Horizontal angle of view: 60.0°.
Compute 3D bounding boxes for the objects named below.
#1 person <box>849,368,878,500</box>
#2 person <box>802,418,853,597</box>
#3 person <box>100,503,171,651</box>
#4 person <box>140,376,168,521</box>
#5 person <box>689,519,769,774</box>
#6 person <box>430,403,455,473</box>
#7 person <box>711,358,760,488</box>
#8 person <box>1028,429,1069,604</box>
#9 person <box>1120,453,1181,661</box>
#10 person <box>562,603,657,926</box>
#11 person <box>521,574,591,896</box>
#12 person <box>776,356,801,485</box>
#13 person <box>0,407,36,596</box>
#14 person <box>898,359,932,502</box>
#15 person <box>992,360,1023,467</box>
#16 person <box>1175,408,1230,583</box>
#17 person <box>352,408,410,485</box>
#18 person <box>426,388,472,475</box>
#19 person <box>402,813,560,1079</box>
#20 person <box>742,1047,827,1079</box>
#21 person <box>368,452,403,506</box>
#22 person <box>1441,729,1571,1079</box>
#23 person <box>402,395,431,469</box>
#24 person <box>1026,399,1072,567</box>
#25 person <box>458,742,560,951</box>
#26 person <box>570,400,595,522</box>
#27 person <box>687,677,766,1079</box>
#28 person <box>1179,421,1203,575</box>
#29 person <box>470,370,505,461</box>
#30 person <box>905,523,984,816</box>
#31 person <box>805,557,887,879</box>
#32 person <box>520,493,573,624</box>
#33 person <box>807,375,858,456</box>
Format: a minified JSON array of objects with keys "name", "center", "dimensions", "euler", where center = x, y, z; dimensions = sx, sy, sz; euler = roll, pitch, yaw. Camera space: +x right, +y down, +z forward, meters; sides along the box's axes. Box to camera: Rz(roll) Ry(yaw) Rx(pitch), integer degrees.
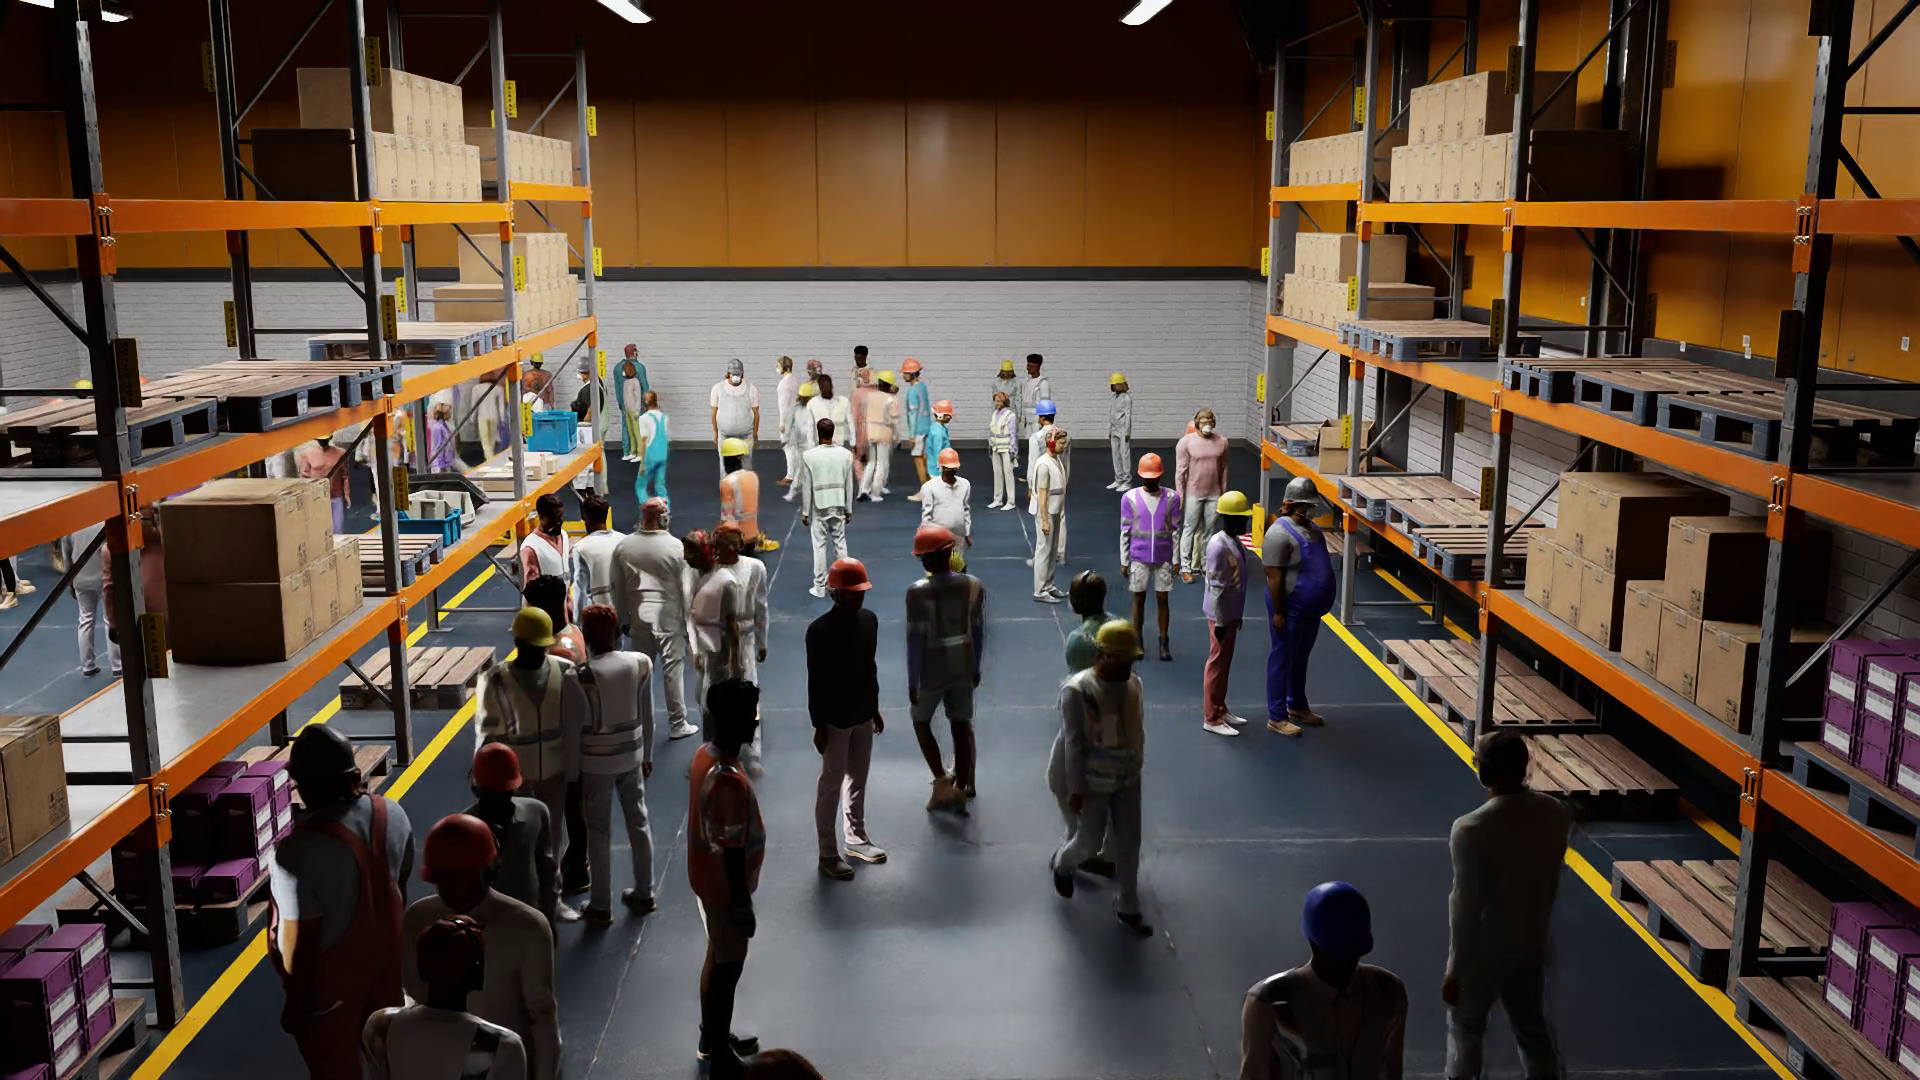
[{"name":"person","center":[-1.322,-1.484,23.456],"dimensions":[0.687,1.890,0.408],"euler":[-10,15,-41]},{"name":"person","center":[-1.400,-0.342,17.685],"dimensions":[0.586,1.912,0.389],"euler":[-6,13,-29]},{"name":"person","center":[-6.297,0.616,12.925],"dimensions":[0.637,1.899,0.400],"euler":[-3,12,-15]},{"name":"person","center":[-10.731,-1.200,21.946],"dimensions":[0.551,1.928,0.388],"euler":[2,11,9]},{"name":"person","center":[-1.667,0.792,12.102],"dimensions":[0.577,1.860,0.772],"euler":[-2,11,-10]},{"name":"person","center":[-6.676,-0.962,21.492],"dimensions":[0.321,1.631,0.522],"euler":[-2,11,-8]},{"name":"person","center":[-3.157,-1.555,23.430],"dimensions":[0.680,2.000,0.535],"euler":[-2,11,-9]},{"name":"person","center":[0.929,-0.257,17.442],"dimensions":[0.393,1.836,0.560],"euler":[4,12,19]},{"name":"person","center":[1.735,0.155,15.159],"dimensions":[0.549,1.924,0.386],"euler":[0,11,1]},{"name":"person","center":[-2.013,1.287,9.604],"dimensions":[0.578,1.877,0.347],"euler":[-9,15,-39]},{"name":"person","center":[-2.406,1.161,10.013],"dimensions":[0.378,1.959,0.604],"euler":[-2,11,-10]},{"name":"person","center":[-2.553,-1.790,24.896],"dimensions":[0.369,1.930,0.628],"euler":[2,12,12]},{"name":"person","center":[-10.195,-0.433,17.803],"dimensions":[0.535,2.000,0.684],"euler":[-9,15,-39]},{"name":"person","center":[-0.614,-1.547,23.472],"dimensions":[0.505,2.020,0.624],"euler":[3,12,15]},{"name":"person","center":[0.750,-2.008,26.500],"dimensions":[0.496,1.732,0.384],"euler":[3,12,13]},{"name":"person","center":[2.675,-0.490,18.343],"dimensions":[0.638,1.938,0.357],"euler":[-3,12,-17]},{"name":"person","center":[-7.414,-1.065,21.332],"dimensions":[0.701,1.897,0.557],"euler":[0,11,2]},{"name":"person","center":[-7.320,-1.522,23.734],"dimensions":[0.815,1.869,0.671],"euler":[-2,12,-12]},{"name":"person","center":[-1.757,1.935,6.074],"dimensions":[0.618,1.986,0.408],"euler":[3,12,15]},{"name":"person","center":[-0.478,2.322,5.038],"dimensions":[0.559,1.622,0.418],"euler":[-2,11,-9]},{"name":"person","center":[-7.886,-1.265,22.922],"dimensions":[0.862,1.660,0.544],"euler":[9,14,38]},{"name":"person","center":[2.353,1.765,7.172],"dimensions":[0.645,1.927,0.754],"euler":[-5,12,-25]},{"name":"person","center":[-8.570,-2.093,26.338],"dimensions":[0.407,1.960,0.644],"euler":[8,14,36]},{"name":"person","center":[1.014,-0.648,19.138],"dimensions":[0.611,1.938,0.412],"euler":[-9,14,-38]},{"name":"person","center":[-2.077,1.756,7.567],"dimensions":[0.567,1.745,0.340],"euler":[-10,15,-40]},{"name":"person","center":[-4.816,-0.933,21.175],"dimensions":[0.316,1.695,0.542],"euler":[3,12,15]},{"name":"person","center":[-1.092,1.598,7.838],"dimensions":[0.374,1.959,0.608],"euler":[-4,12,-17]},{"name":"person","center":[2.672,-0.484,18.829],"dimensions":[0.355,1.737,0.576],"euler":[6,13,26]},{"name":"person","center":[-7.470,-1.924,26.365],"dimensions":[0.551,1.601,0.700],"euler":[-5,12,-25]},{"name":"person","center":[-0.109,0.882,11.253],"dimensions":[0.637,2.025,0.435],"euler":[-6,13,-27]},{"name":"person","center":[-0.695,1.082,10.322],"dimensions":[0.382,1.993,0.622],"euler":[8,14,36]},{"name":"person","center":[-3.247,0.567,13.134],"dimensions":[0.401,1.908,0.597],"euler":[3,12,13]},{"name":"person","center":[-1.734,-1.302,22.589],"dimensions":[0.668,1.886,0.661],"euler":[-2,12,-12]}]
